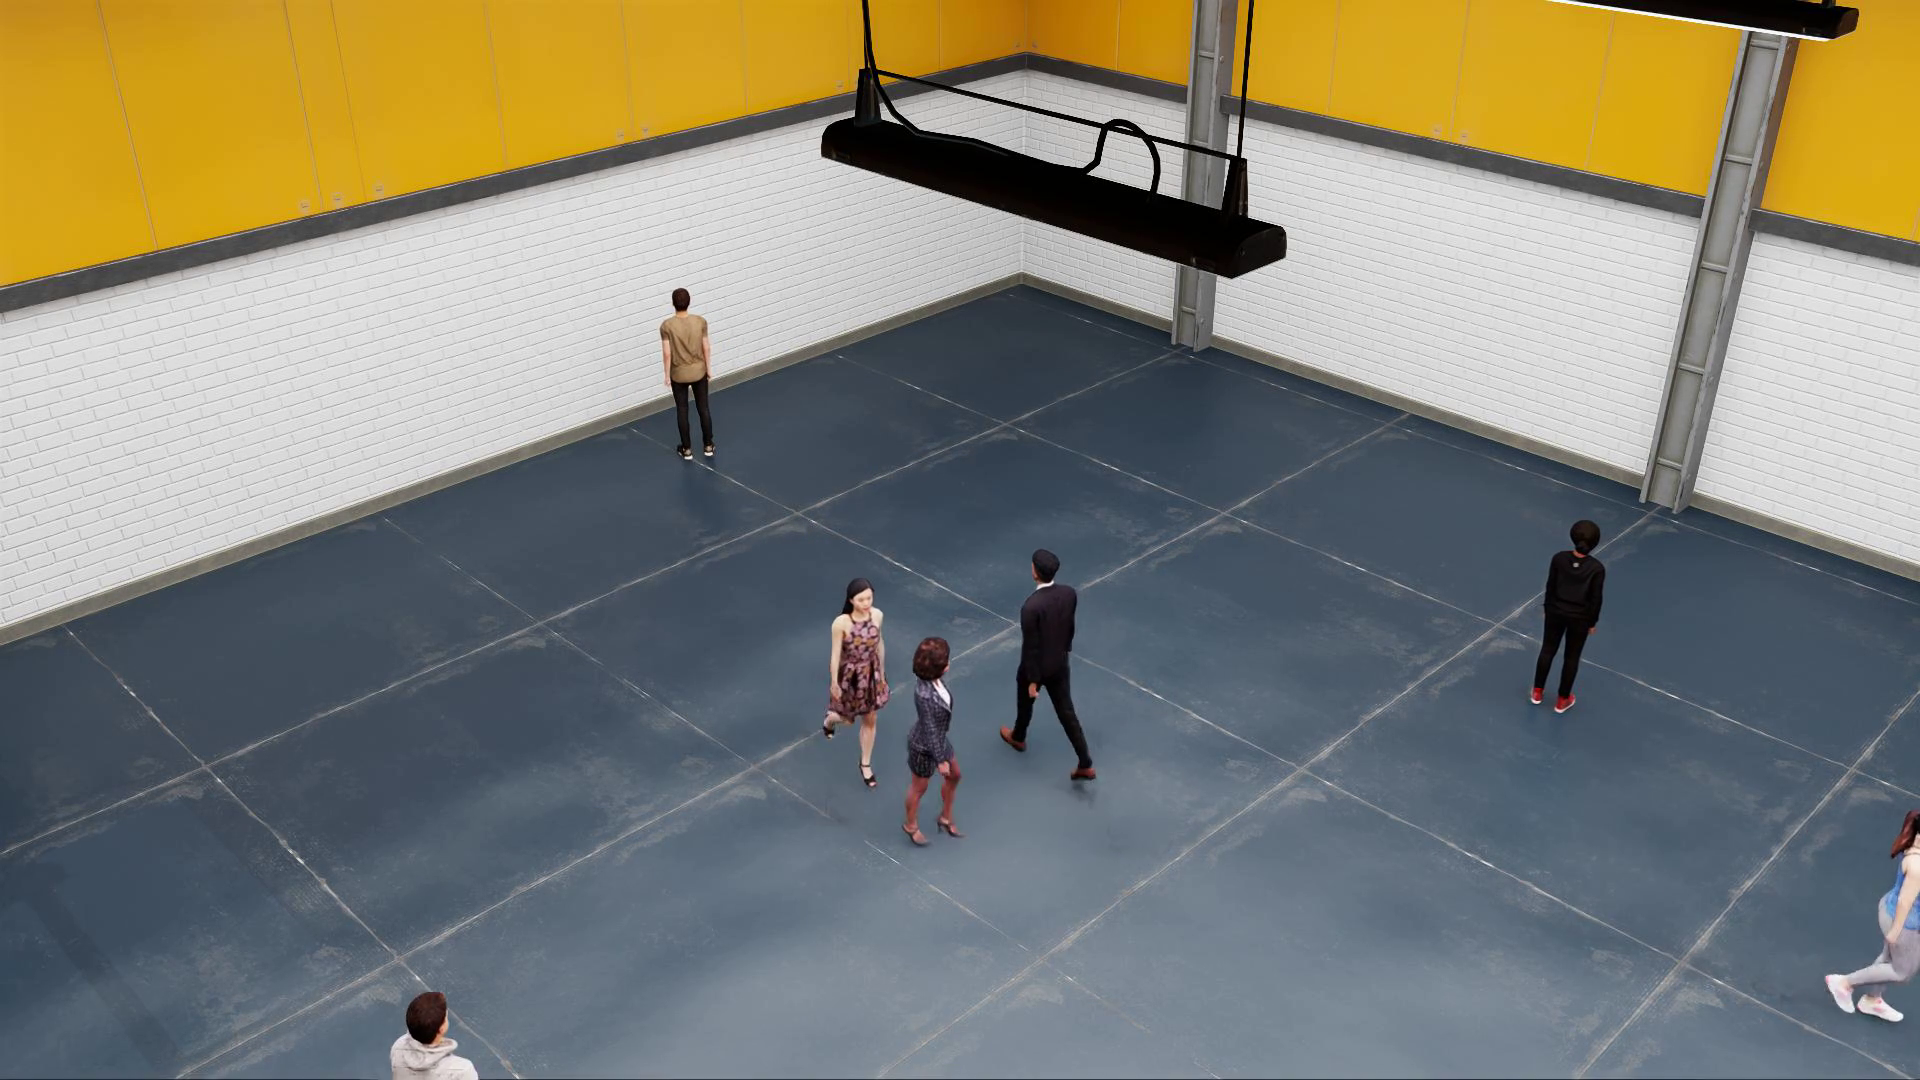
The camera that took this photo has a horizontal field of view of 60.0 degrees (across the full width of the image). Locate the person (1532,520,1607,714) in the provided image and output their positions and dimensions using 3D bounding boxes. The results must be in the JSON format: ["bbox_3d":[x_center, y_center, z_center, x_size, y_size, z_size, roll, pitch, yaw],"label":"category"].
[{"bbox_3d":[4.831,0.594,13.195,0.507,1.676,0.684,18,34,30],"label":"person"}]

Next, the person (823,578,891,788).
[{"bbox_3d":[-0.794,1.008,12.346,0.732,1.761,0.943,-18,33,-29],"label":"person"}]

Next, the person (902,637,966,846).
[{"bbox_3d":[-0.303,1.432,11.654,0.818,1.680,0.776,9,30,16],"label":"person"}]

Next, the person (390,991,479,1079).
[{"bbox_3d":[-2.666,3.112,8.426,1.148,1.821,1.064,8,30,15],"label":"person"}]

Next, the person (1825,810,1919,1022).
[{"bbox_3d":[5.690,2.287,10.172,0.781,1.598,0.672,15,32,25],"label":"person"}]

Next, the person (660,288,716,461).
[{"bbox_3d":[-2.823,-1.733,17.279,0.746,1.851,0.734,-9,30,-15],"label":"person"}]

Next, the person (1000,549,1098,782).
[{"bbox_3d":[0.707,0.976,12.325,0.867,1.838,1.325,-19,34,-31],"label":"person"}]
